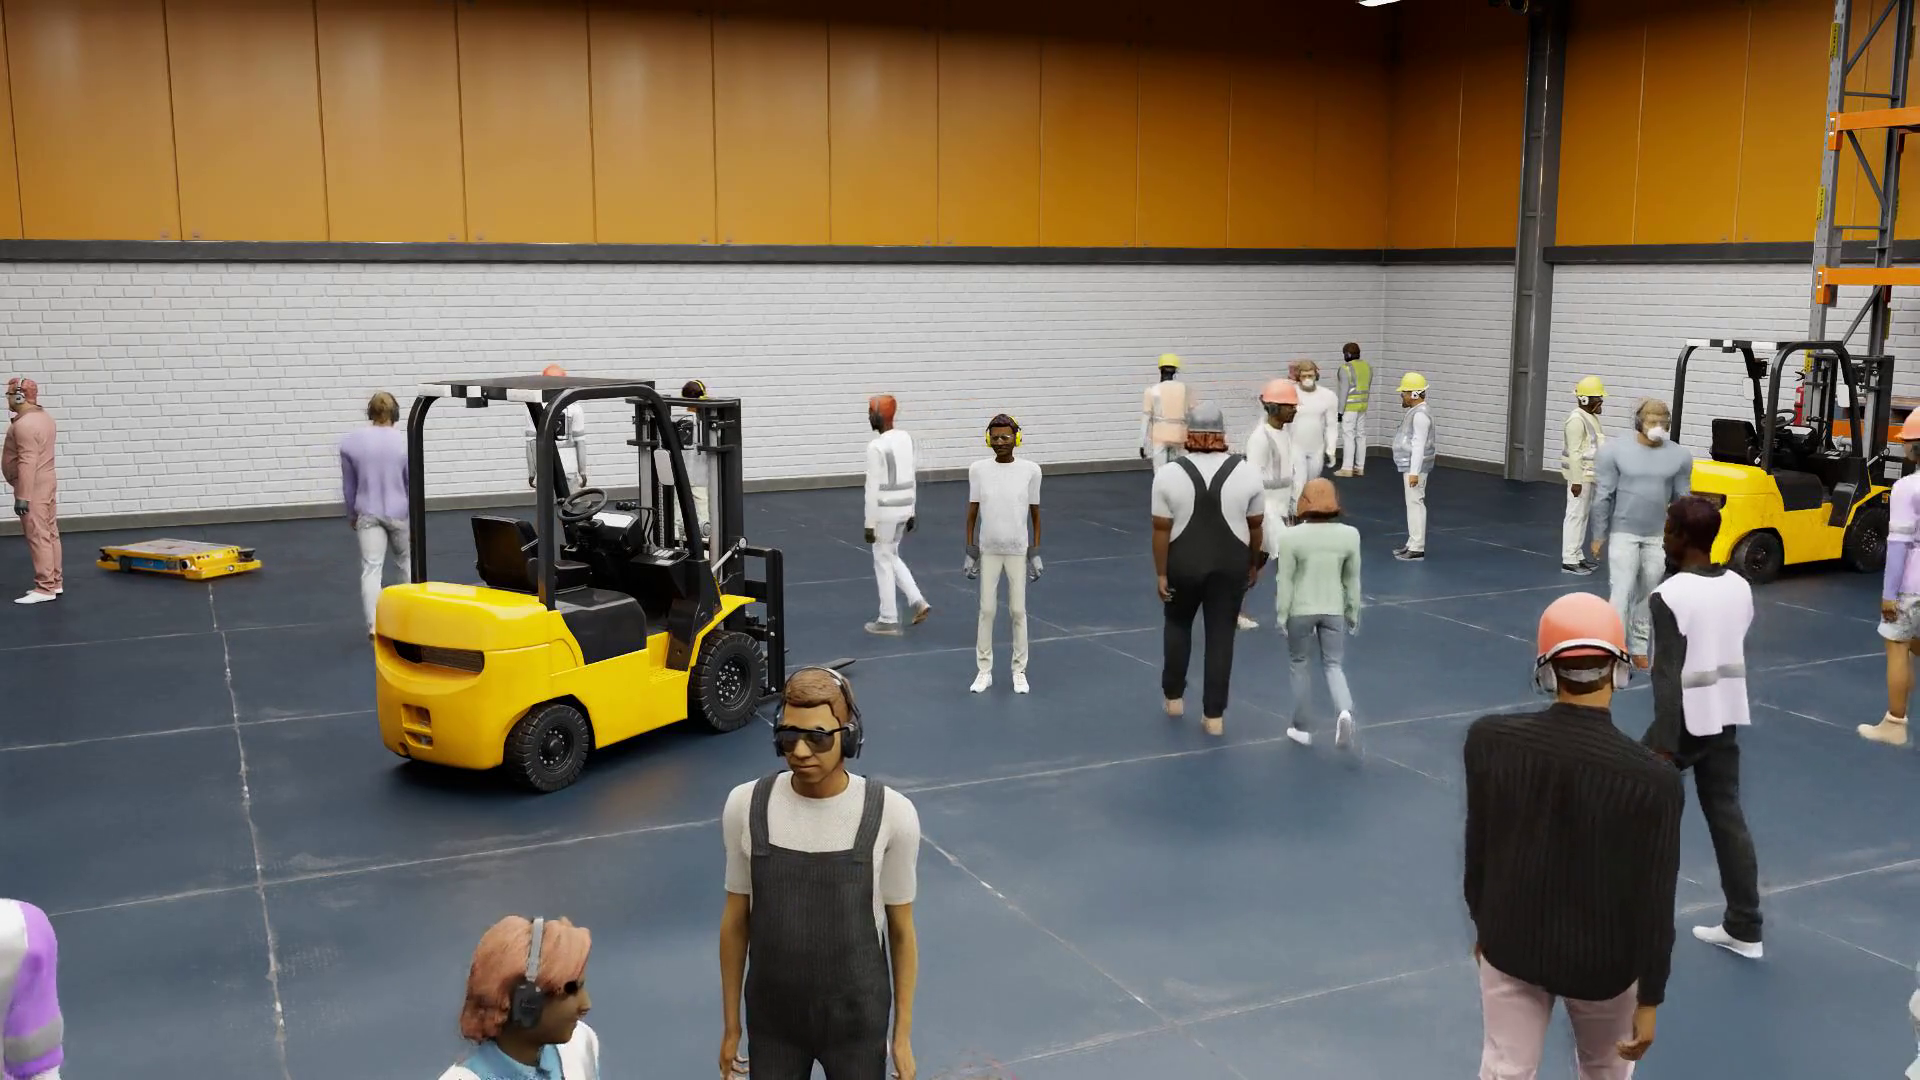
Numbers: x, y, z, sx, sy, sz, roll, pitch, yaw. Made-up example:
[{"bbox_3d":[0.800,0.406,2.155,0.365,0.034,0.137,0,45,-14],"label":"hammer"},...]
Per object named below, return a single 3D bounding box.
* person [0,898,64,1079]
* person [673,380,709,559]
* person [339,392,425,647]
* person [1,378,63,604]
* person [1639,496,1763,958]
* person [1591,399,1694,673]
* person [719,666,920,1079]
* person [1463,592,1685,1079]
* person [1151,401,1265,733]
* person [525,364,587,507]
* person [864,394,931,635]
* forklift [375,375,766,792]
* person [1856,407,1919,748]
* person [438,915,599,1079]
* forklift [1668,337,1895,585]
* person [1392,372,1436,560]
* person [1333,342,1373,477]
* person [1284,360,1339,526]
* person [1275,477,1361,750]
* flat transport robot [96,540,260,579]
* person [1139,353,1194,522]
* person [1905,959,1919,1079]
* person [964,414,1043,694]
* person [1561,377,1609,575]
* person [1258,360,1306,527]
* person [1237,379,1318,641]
[{"bbox_3d":[-2.008,1.329,3.230,0.542,1.917,0.628,-7,11,-35],"label":"person"},{"bbox_3d":[-2.349,-0.465,14.561,0.514,1.860,0.364,3,10,15],"label":"person"},{"bbox_3d":[-4.385,-0.190,12.735,0.635,1.884,1.014,-1,9,-8],"label":"person"},{"bbox_3d":[-7.878,-0.419,14.098,0.407,1.910,0.638,-2,9,-13],"label":"person"},{"bbox_3d":[2.998,0.744,7.004,0.620,1.865,0.996,-5,11,-30],"label":"person"},{"bbox_3d":[4.739,0.002,11.480,0.653,1.921,0.674,1,9,4],"label":"person"},{"bbox_3d":[-0.353,1.214,4.154,0.505,1.847,0.344,1,9,5],"label":"person"},{"bbox_3d":[1.593,1.119,4.457,0.600,1.954,0.915,6,11,35],"label":"person"},{"bbox_3d":[1.520,0.126,10.305,0.693,2.000,0.831,1,9,5],"label":"person"},{"bbox_3d":[-3.781,-0.677,15.614,0.551,1.932,0.378,-1,9,-7],"label":"person"},{"bbox_3d":[-0.531,-0.186,12.735,0.450,1.874,0.585,6,11,31],"label":"person"},{"bbox_3d":[-2.268,0.149,9.685,1.214,2.155,2.313,6,11,32],"label":"forklift"},{"bbox_3d":[5.613,0.246,9.616,0.630,2.028,0.615,-4,10,-21],"label":"person"},{"bbox_3d":[-0.857,1.497,3.111,0.337,1.623,0.618,4,10,23],"label":"person"},{"bbox_3d":[7.551,-0.789,15.507,2.313,2.155,1.214,-4,10,-25],"label":"forklift"},{"bbox_3d":[4.409,-0.715,16.195,0.403,1.826,0.591,2,9,10],"label":"person"},{"bbox_3d":[5.359,-1.781,22.776,0.623,1.837,0.430,-7,12,-38],"label":"person"},{"bbox_3d":[3.536,-0.864,16.868,0.616,1.894,0.880,-1,9,-5],"label":"person"},{"bbox_3d":[2.096,0.439,9.668,0.501,1.611,0.612,-1,9,-7],"label":"person"},{"bbox_3d":[-7.308,0.165,15.533,1.431,0.197,0.652,5,10,26],"label":"flat transport robot"},{"bbox_3d":[2.278,-1.113,18.402,0.618,1.903,0.444,-2,9,-14],"label":"person"},{"bbox_3d":[2.388,1.254,3.759,0.744,1.901,0.525,-6,11,-31],"label":"person"},{"bbox_3d":[0.288,0.096,11.047,0.531,1.860,0.318,1,9,5],"label":"person"},{"bbox_3d":[5.802,-0.599,15.445,0.404,1.830,0.602,6,11,32],"label":"person"},{"bbox_3d":[3.476,-0.958,17.524,0.789,1.867,0.742,4,10,25],"label":"person"},{"bbox_3d":[2.442,-0.235,12.726,1.024,1.985,0.625,5,10,27],"label":"person"}]
